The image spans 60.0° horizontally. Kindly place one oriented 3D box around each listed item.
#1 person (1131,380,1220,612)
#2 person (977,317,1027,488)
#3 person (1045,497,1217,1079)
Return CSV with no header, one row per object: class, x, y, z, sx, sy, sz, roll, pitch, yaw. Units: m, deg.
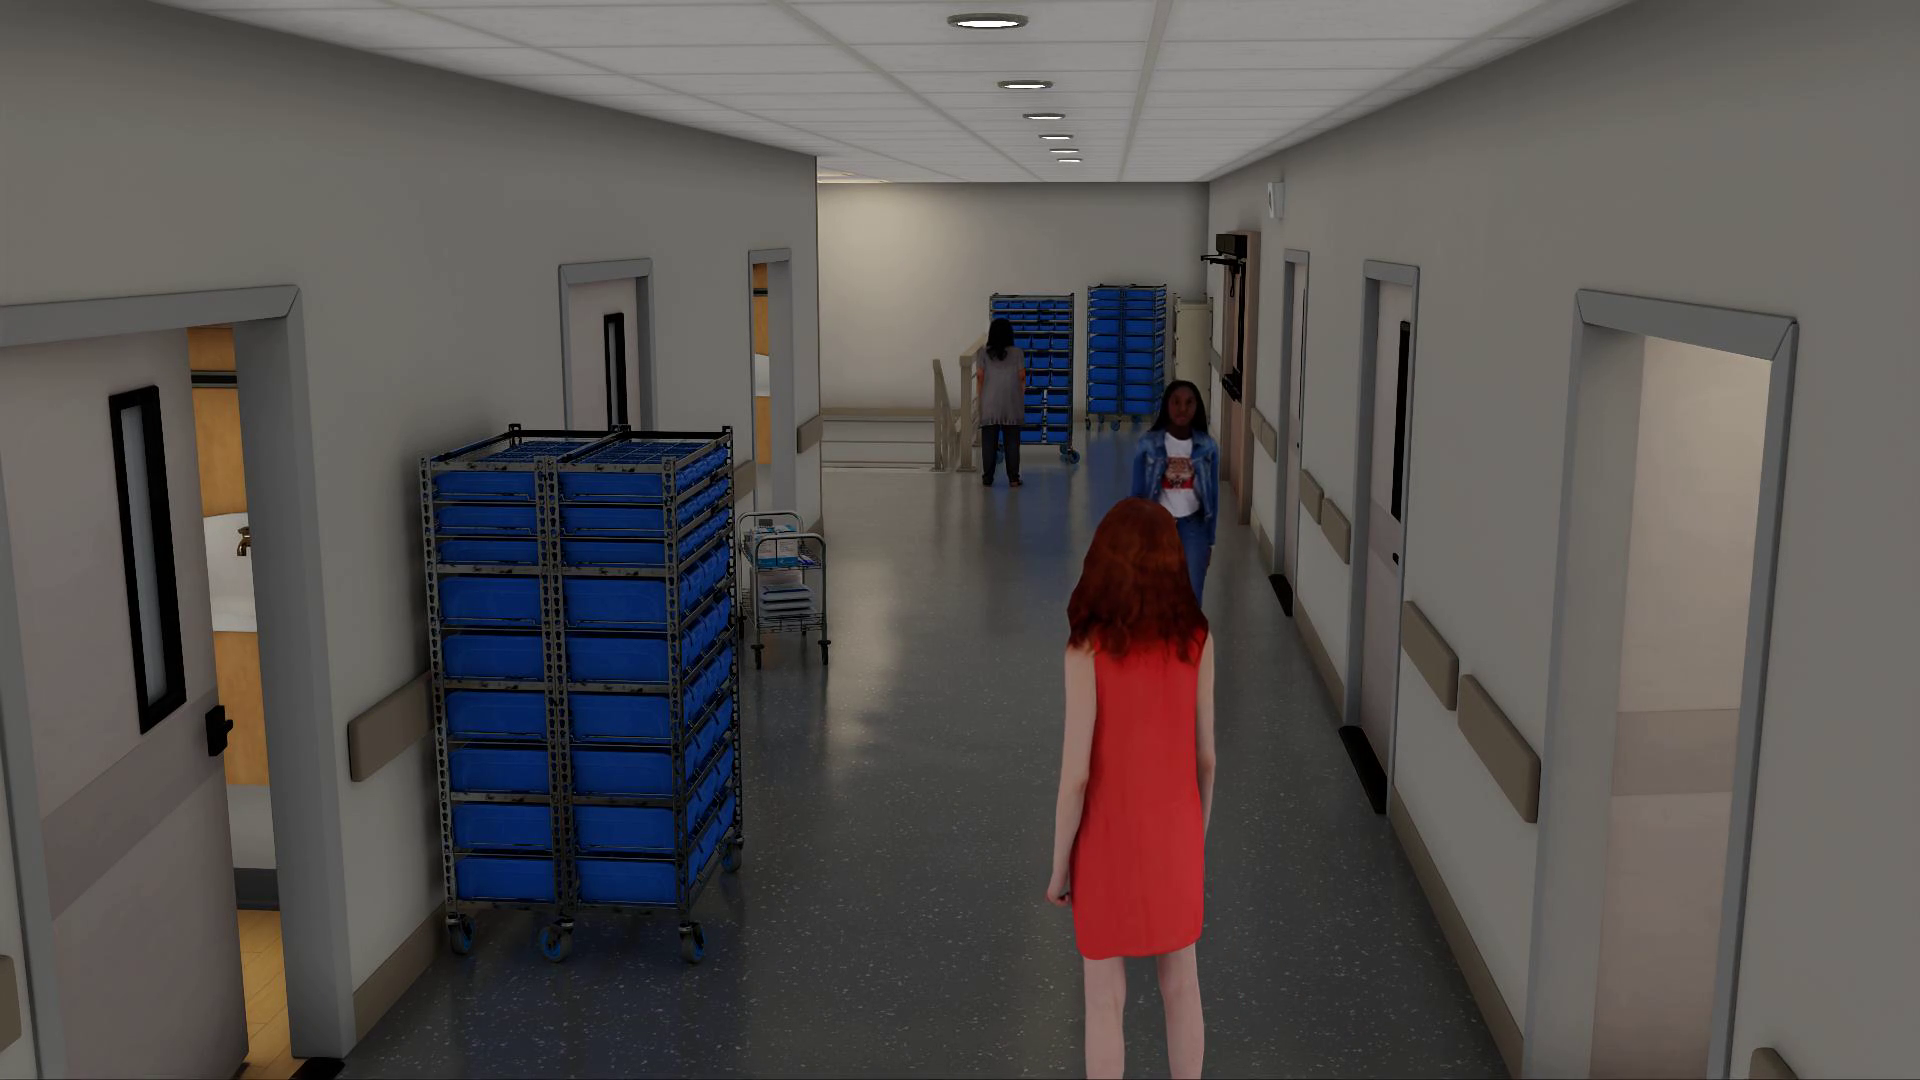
person,1.082,0.037,8.534,0.586,1.683,1.071,1,11,4
person,0.391,-1.319,15.880,0.612,1.608,0.633,1,11,6
person,0.444,0.792,4.165,0.671,1.828,0.663,-4,12,-22
